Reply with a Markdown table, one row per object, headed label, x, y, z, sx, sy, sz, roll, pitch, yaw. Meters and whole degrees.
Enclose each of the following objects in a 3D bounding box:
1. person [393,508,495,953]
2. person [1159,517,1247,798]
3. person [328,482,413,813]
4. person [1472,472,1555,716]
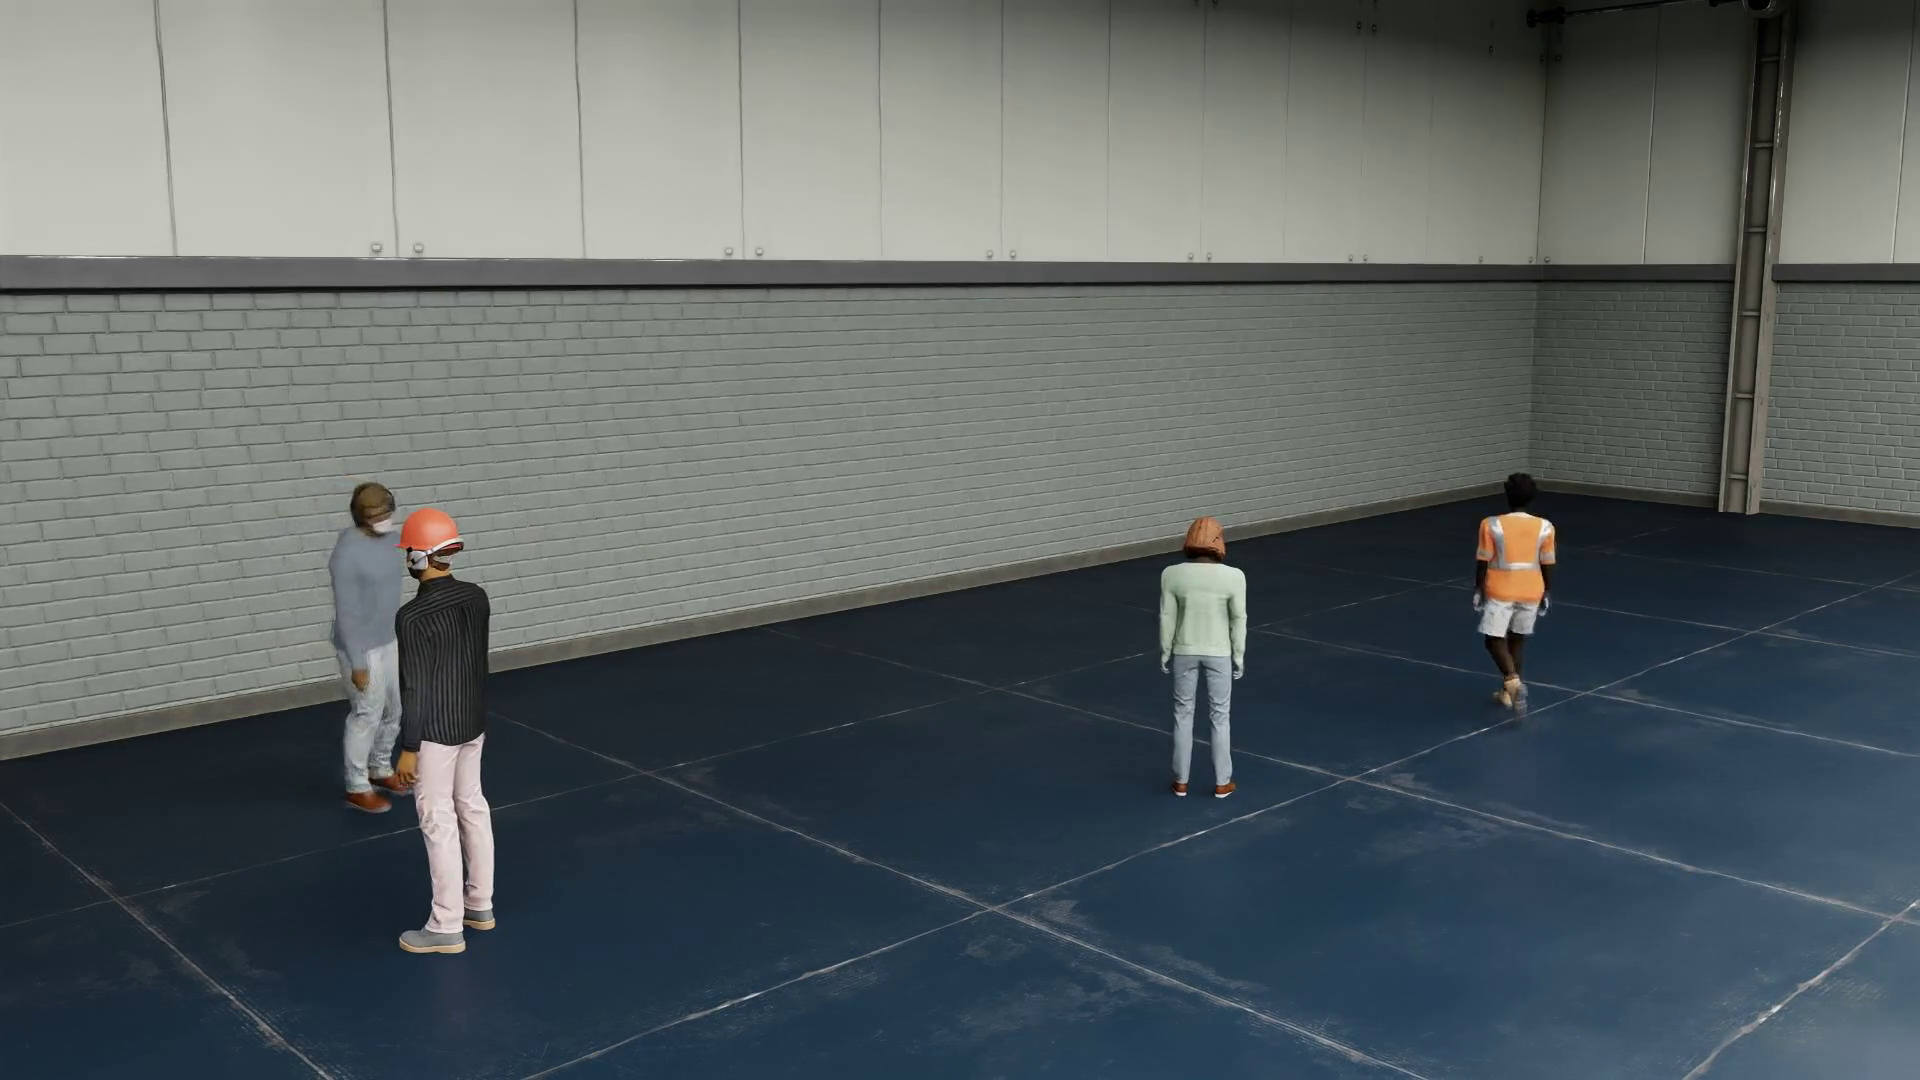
| label | x | y | z | sx | sy | sz | roll | pitch | yaw |
| --- | --- | --- | --- | --- | --- | --- | --- | --- | --- |
| person | -2.324 | 0.846 | 7.459 | 0.381 | 1.994 | 0.622 | 3 | 10 | 15 |
| person | 1.400 | 0.677 | 9.628 | 0.502 | 1.632 | 0.287 | 2 | 9 | 14 |
| person | -3.291 | 0.603 | 9.269 | 0.497 | 1.896 | 0.653 | 2 | 9 | 12 |
| person | 3.795 | 0.376 | 11.346 | 0.539 | 1.675 | 0.682 | 0 | 9 | -3 |
